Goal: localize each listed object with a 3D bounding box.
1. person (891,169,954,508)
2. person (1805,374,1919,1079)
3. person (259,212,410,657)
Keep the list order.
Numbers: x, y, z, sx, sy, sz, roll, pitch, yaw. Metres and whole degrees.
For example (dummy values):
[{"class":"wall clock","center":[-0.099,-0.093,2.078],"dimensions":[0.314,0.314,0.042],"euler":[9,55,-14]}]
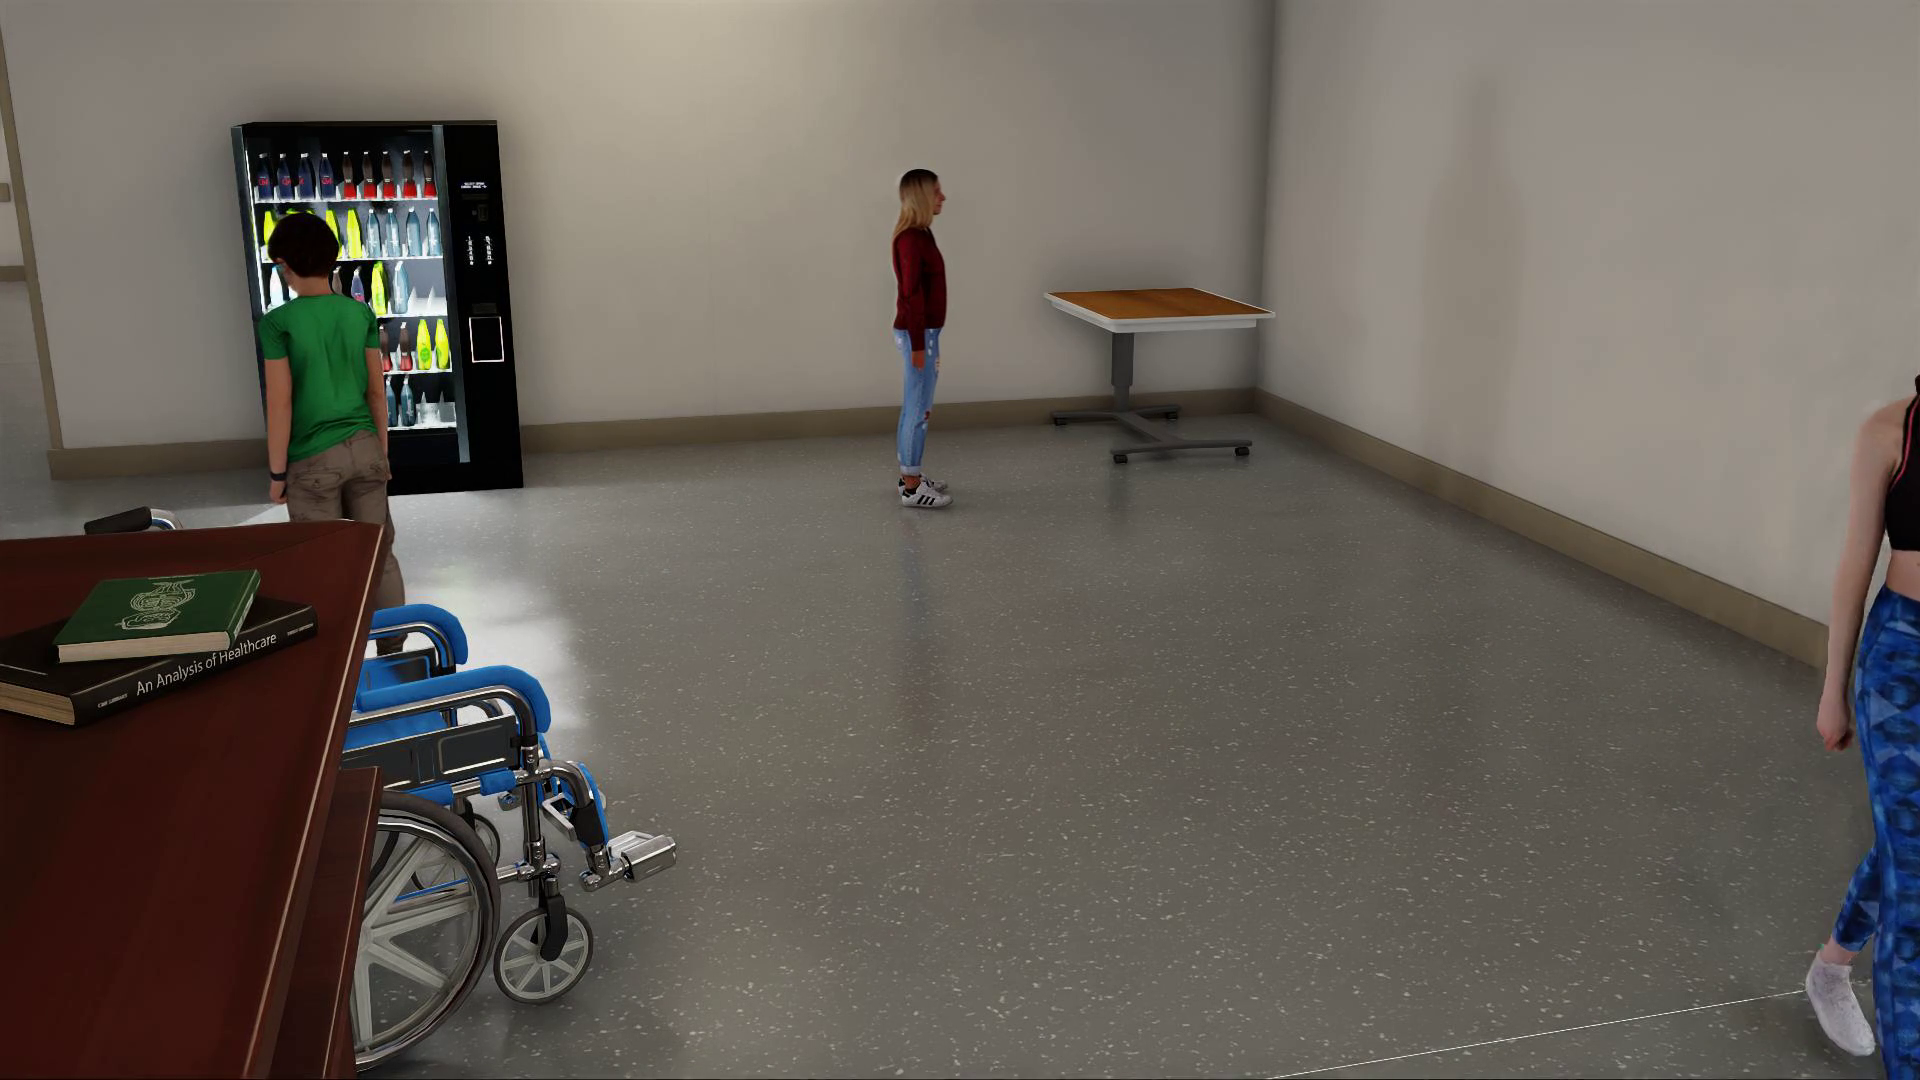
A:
[{"class":"person","center":[-0.200,-0.996,8.186],"dimensions":[0.582,1.634,0.645],"euler":[-1,16,-3]},{"class":"person","center":[1.916,0.328,3.305],"dimensions":[1.189,1.734,0.993],"euler":[3,16,9]},{"class":"person","center":[-2.068,-0.254,5.517],"dimensions":[0.722,1.653,0.627],"euler":[14,21,40]}]
